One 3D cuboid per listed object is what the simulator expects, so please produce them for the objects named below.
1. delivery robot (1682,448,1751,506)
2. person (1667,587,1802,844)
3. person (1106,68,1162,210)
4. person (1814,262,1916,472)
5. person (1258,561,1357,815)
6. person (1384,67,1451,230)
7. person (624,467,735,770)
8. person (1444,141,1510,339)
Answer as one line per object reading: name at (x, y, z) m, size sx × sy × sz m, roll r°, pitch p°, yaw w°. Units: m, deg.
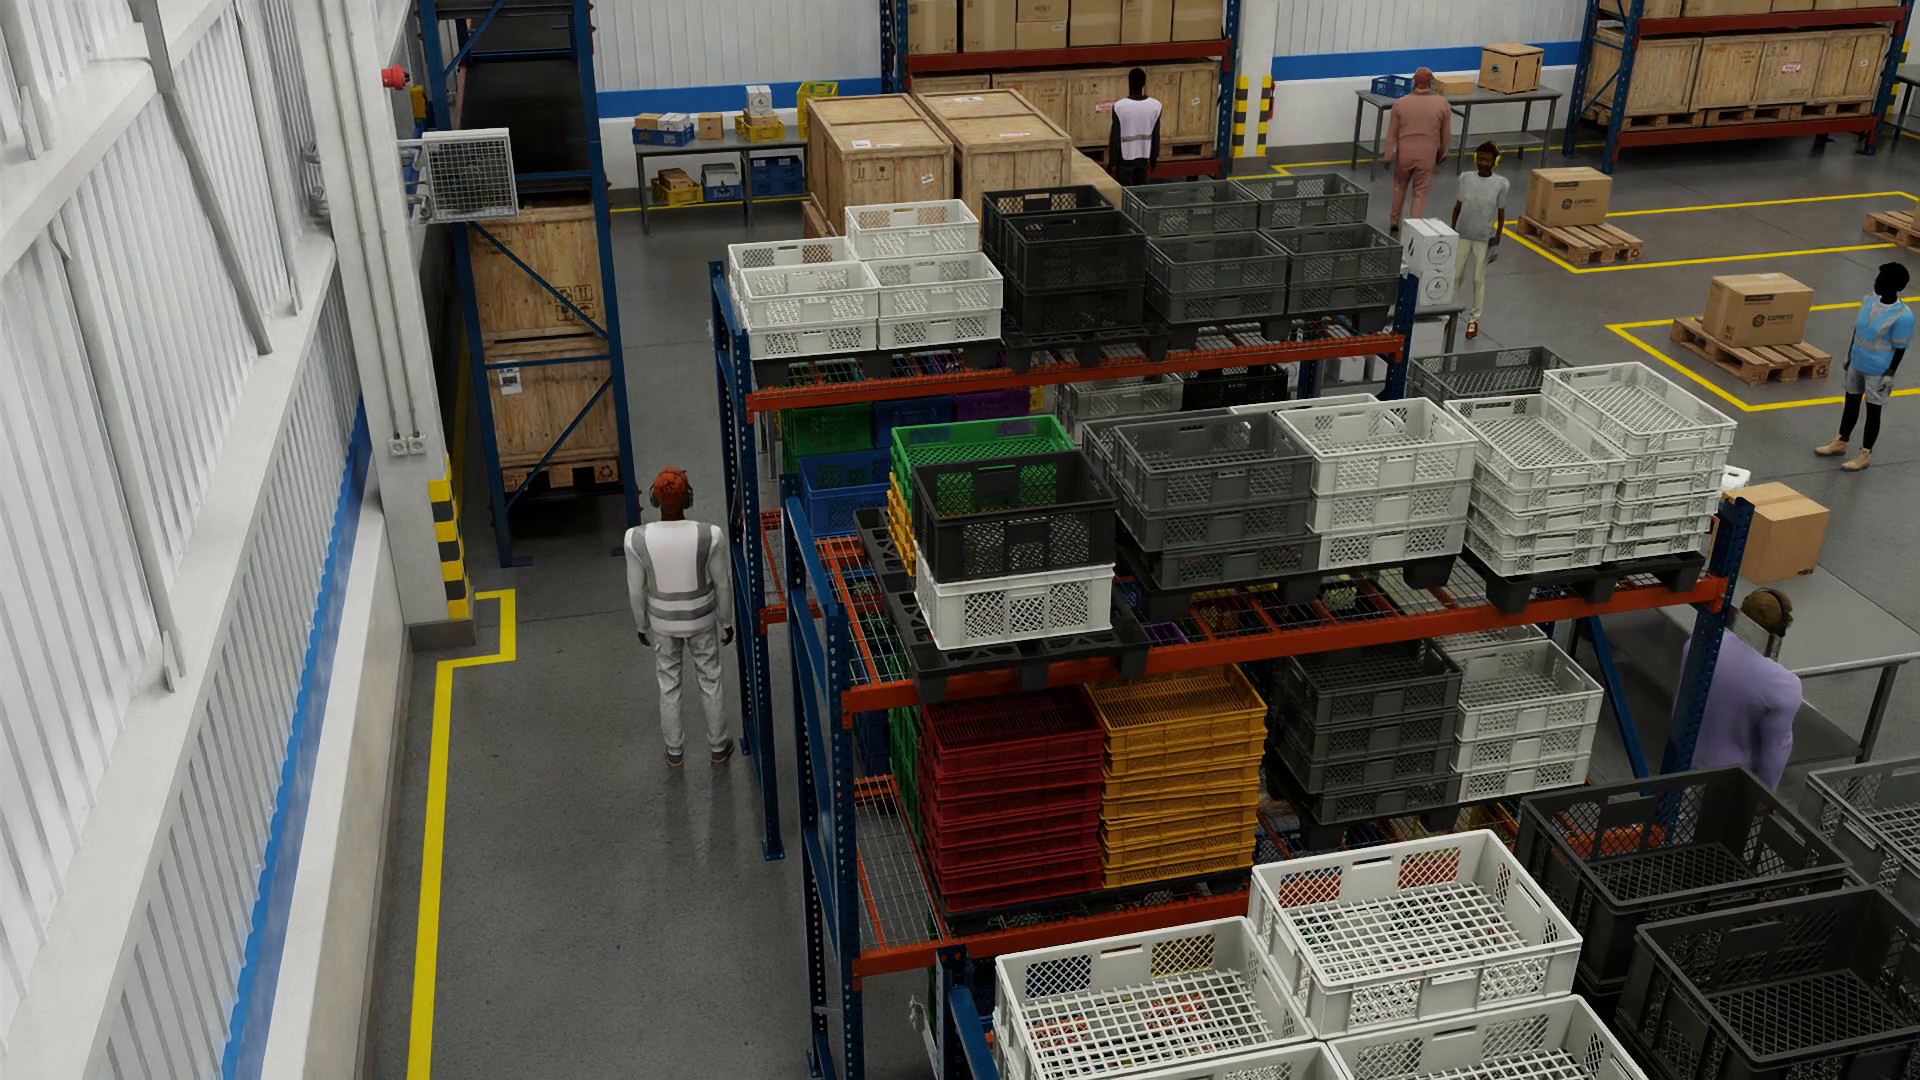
delivery robot at (5.530, -0.475, 12.513) m, size 0.707 × 0.478 × 0.477 m, roll 20°, pitch 33°, yaw 33°
person at (3.744, 1.095, 8.173) m, size 0.359 × 1.931 × 0.629 m, roll -14°, pitch 31°, yaw -24°
person at (1.907, -4.193, 18.232) m, size 0.600 × 1.908 × 0.404 m, roll -11°, pitch 30°, yaw -19°
person at (7.176, -1.372, 13.096) m, size 0.321 × 1.699 × 0.536 m, roll -6°, pitch 28°, yaw -11°
person at (1.912, 0.665, 9.085) m, size 0.439 × 1.835 × 0.644 m, roll 10°, pitch 29°, yaw 18°
person at (5.062, -4.285, 18.449) m, size 0.668 × 1.871 × 0.887 m, roll 8°, pitch 29°, yaw 15°
person at (-1.566, 0.459, 9.432) m, size 0.574 × 1.882 × 0.356 m, roll -2°, pitch 28°, yaw -4°
person at (4.844, -2.835, 15.691) m, size 0.507 × 1.874 × 0.329 m, roll 16°, pitch 32°, yaw 28°
